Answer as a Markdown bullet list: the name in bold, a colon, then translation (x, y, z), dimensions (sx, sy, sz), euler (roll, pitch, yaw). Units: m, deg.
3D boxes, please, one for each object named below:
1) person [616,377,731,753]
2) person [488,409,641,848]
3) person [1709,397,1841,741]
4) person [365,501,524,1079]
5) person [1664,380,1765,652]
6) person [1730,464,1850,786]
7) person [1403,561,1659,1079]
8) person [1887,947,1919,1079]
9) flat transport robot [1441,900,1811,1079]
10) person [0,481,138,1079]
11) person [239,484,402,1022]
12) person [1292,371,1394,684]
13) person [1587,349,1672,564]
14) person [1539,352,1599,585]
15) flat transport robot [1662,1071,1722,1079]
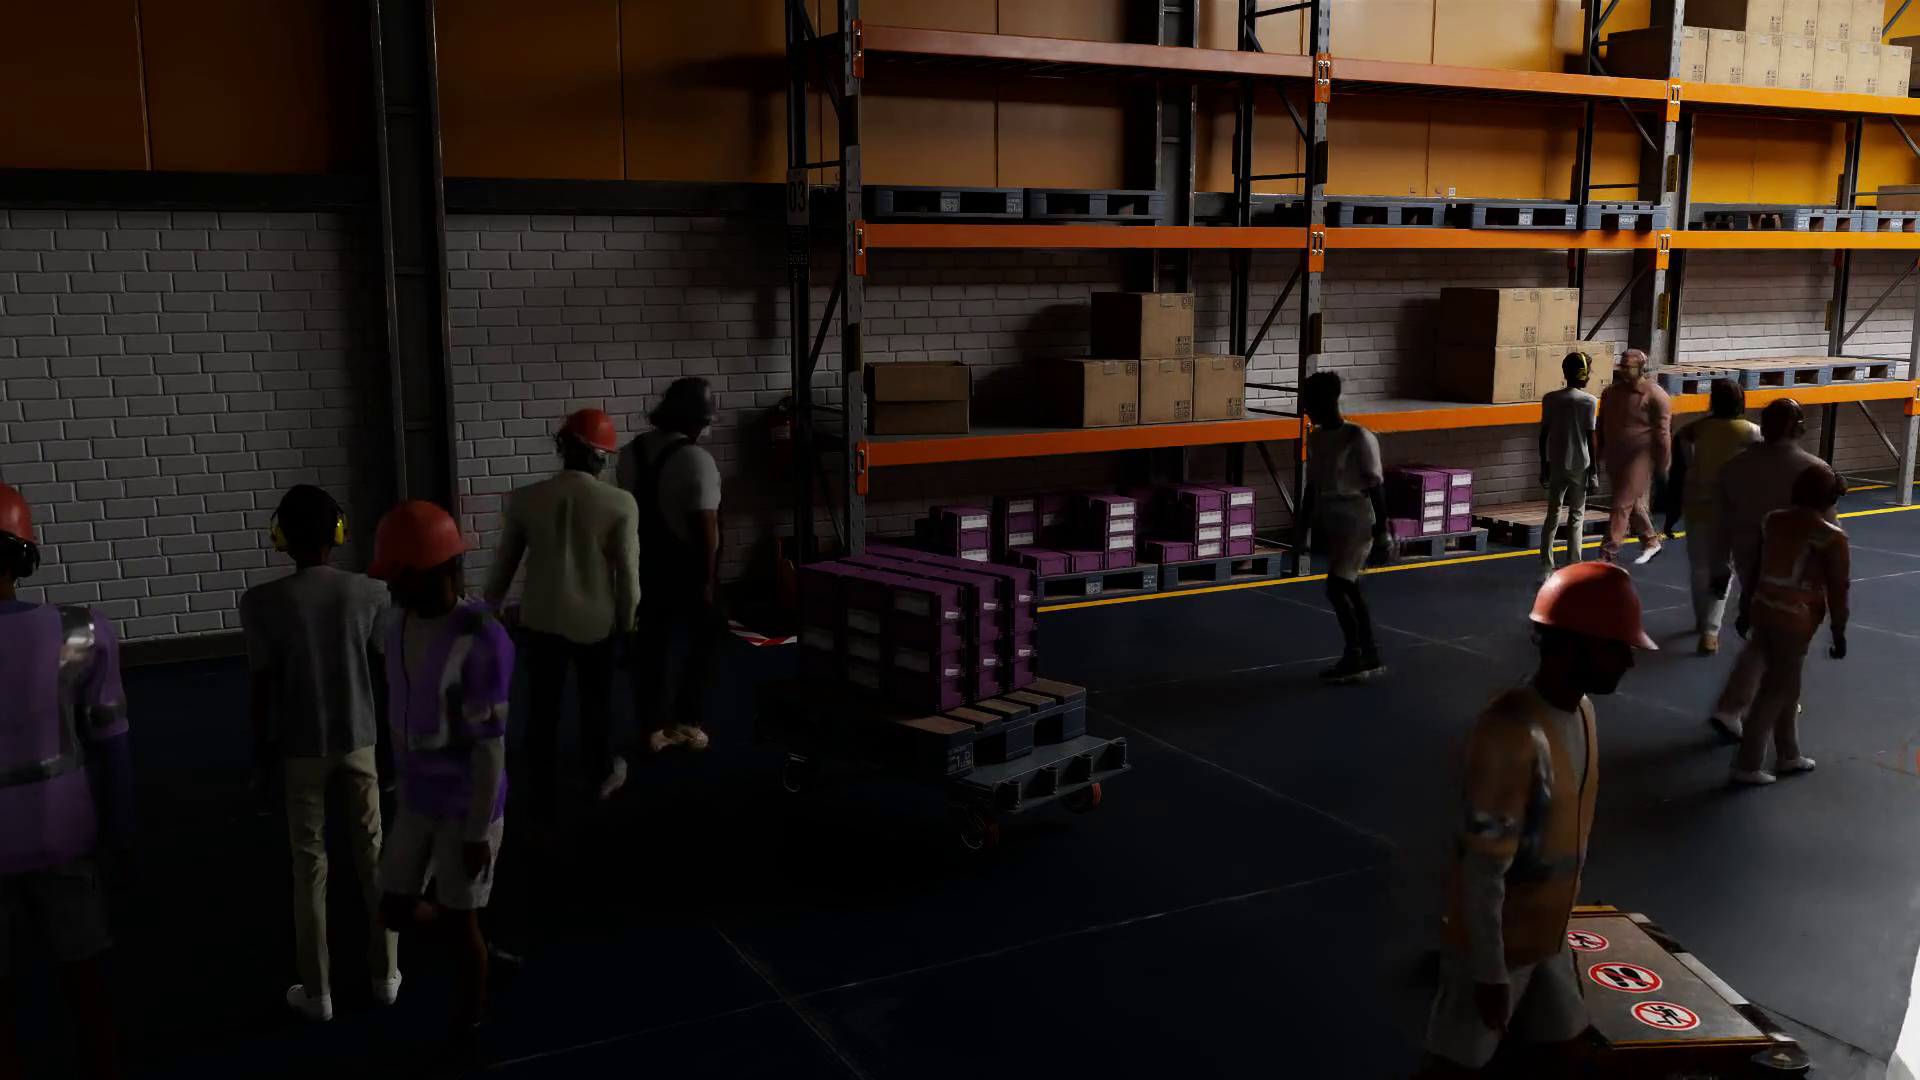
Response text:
- **person**: translation (-1.494, 0.124, 8.731), dimensions (0.705, 2.000, 0.536), euler (6, 11, 30)
- **person**: translation (-1.818, 0.369, 7.644), dimensions (0.739, 1.922, 0.992), euler (-1, 10, -4)
- **person**: translation (4.431, 0.149, 9.106), dimensions (0.973, 1.864, 0.641), euler (-5, 11, -26)
- **person**: translation (-1.595, 0.806, 5.196), dimensions (0.584, 1.905, 0.556), euler (7, 12, 33)
- **person**: translation (5.088, -0.171, 11.160), dimensions (0.648, 1.796, 0.972), euler (7, 12, 37)
- **person**: translation (4.141, 0.425, 8.205), dimensions (0.692, 1.602, 0.528), euler (-3, 10, -16)
- **person**: translation (1.355, 0.970, 4.303), dimensions (0.732, 1.903, 0.567), euler (10, 14, 44)
- **person**: translation (1.823, 1.220, 2.949), dimensions (0.513, 1.855, 0.607), euler (2, 10, 13)
- **flat transport robot**: translation (2.209, 1.541, 5.660), dimensions (0.652, 0.197, 1.431), euler (-1, 10, -4)
- **person**: translation (-2.624, 0.838, 4.611), dimensions (0.615, 2.041, 0.392), euler (-8, 12, -37)
- **person**: translation (-2.188, 0.731, 5.750), dimensions (0.508, 1.865, 0.329), euler (-6, 12, -32)
- **person**: translation (2.376, -0.081, 10.261), dimensions (0.601, 1.913, 0.641), euler (-3, 10, -16)
- **person**: translation (5.595, -0.666, 13.843), dimensions (1.000, 1.855, 0.641), euler (-5, 11, -25)
- **person**: translation (4.791, -0.541, 13.072), dimensions (0.327, 1.865, 0.517), euler (-7, 12, -35)
- **flat transport robot**: translation (2.411, 1.783, 4.270), dimensions (0.652, 0.197, 1.431), euler (0, 10, -3)
